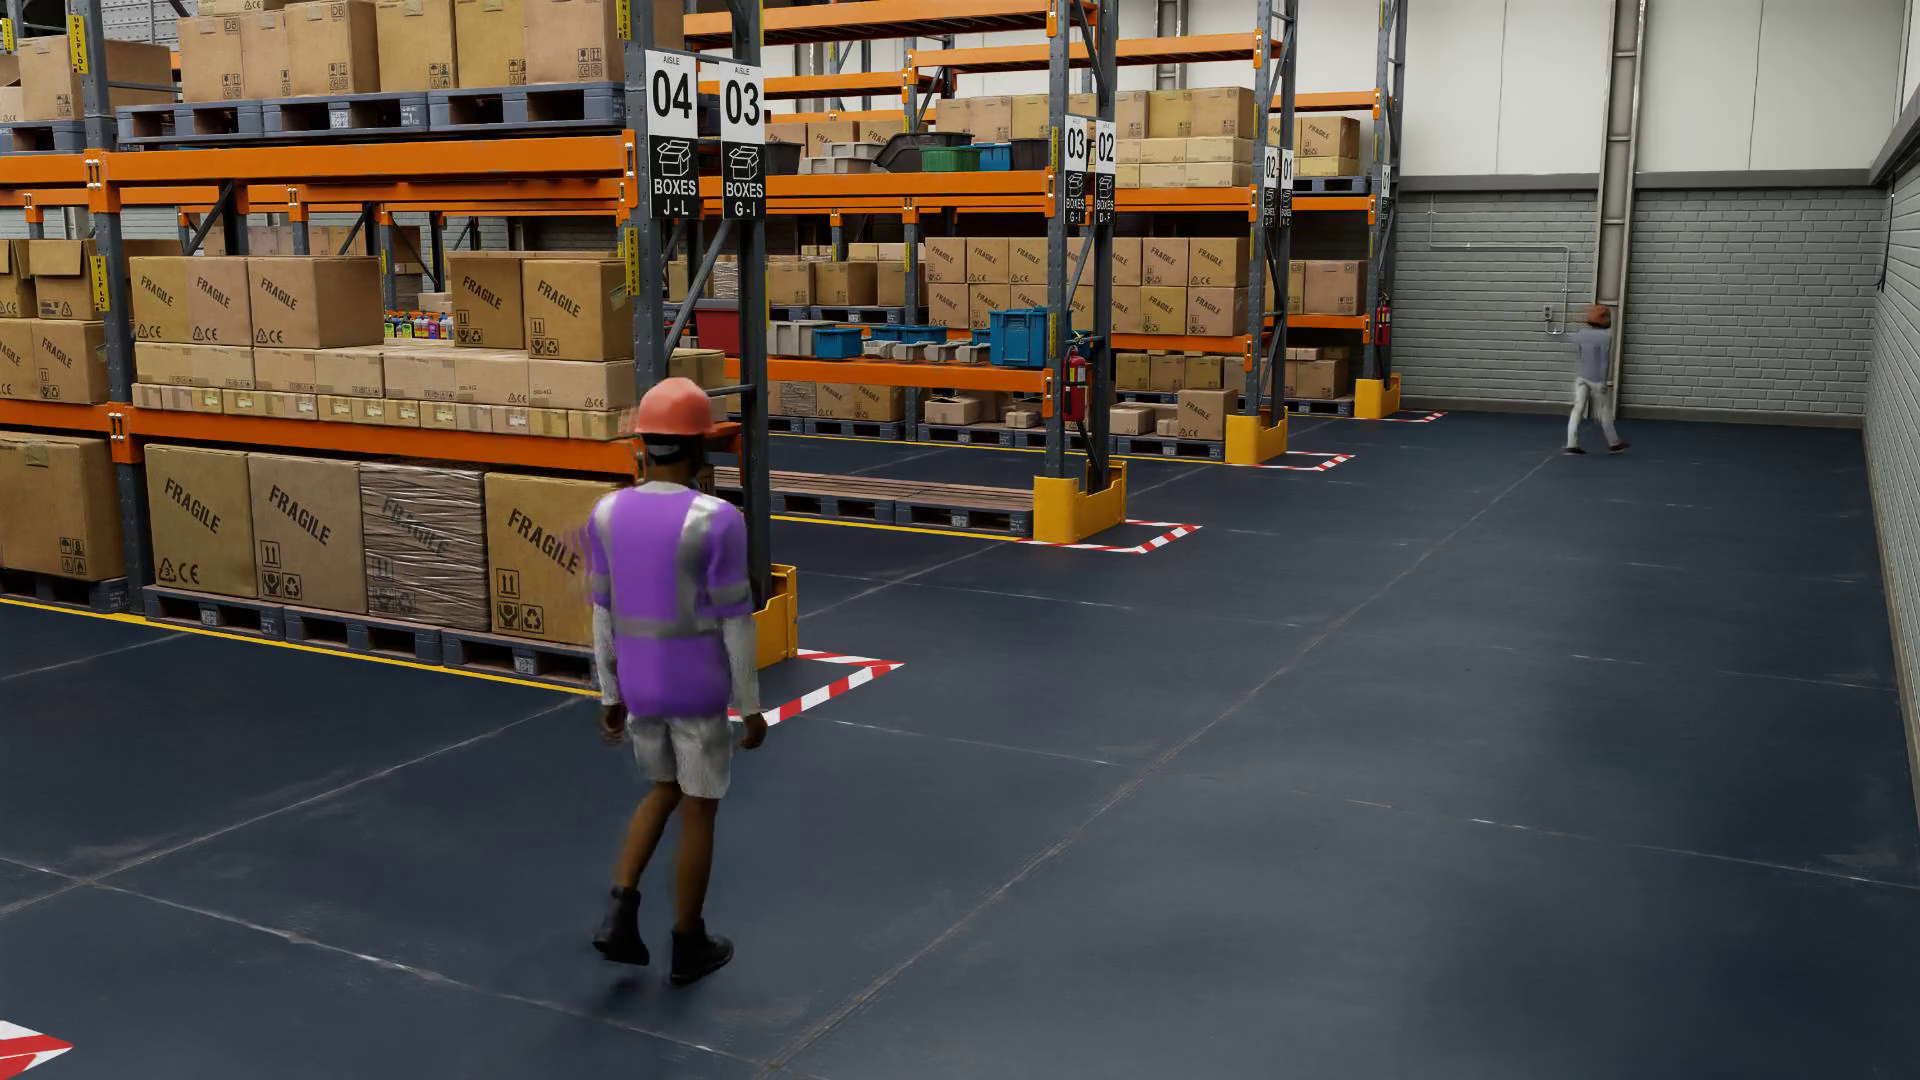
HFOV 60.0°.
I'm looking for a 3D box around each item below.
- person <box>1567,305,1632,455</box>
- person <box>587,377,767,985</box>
[{"bbox_3d":[6.876,-1.709,17.841,0.802,1.593,0.526,-4,11,-19],"label":"person"},{"bbox_3d":[-0.882,0.459,5.179,0.547,1.921,0.451,6,12,28],"label":"person"}]
